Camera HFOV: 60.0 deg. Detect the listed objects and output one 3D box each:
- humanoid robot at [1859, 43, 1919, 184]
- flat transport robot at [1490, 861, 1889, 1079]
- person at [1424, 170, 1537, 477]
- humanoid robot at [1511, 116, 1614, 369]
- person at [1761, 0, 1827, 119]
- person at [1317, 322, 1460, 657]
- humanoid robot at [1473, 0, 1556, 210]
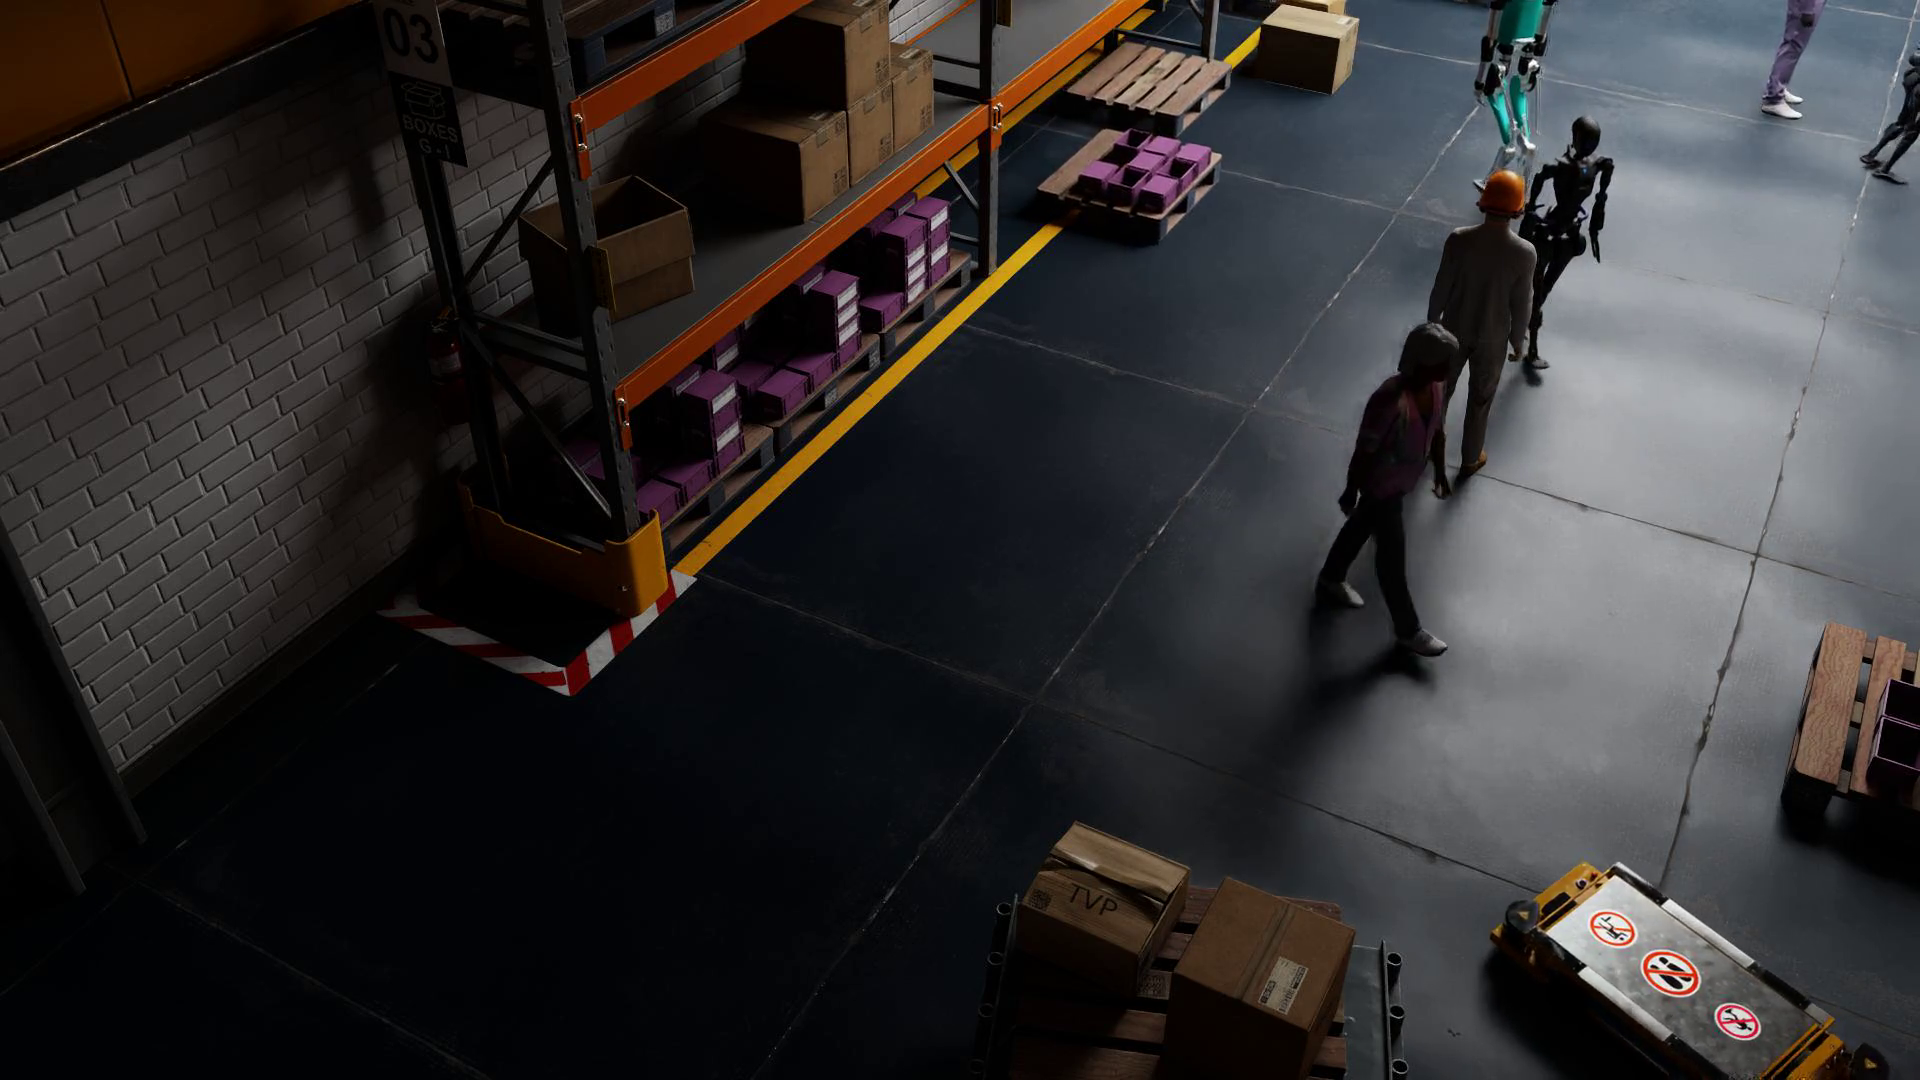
[{"bbox_3d":[7.235,-3.486,12.449,0.398,1.639,0.598,2,39,3],"label":"humanoid robot"},{"bbox_3d":[2.974,1.900,6.845,0.659,0.231,1.431,-25,45,-28],"label":"flat transport robot"},{"bbox_3d":[2.921,-1.203,9.422,0.563,1.898,0.353,17,42,20],"label":"person"},{"bbox_3d":[3.792,-1.890,10.473,0.610,1.635,0.687,-8,39,-10],"label":"humanoid robot"},{"bbox_3d":[6.861,-4.369,13.383,0.409,1.896,0.642,18,42,21],"label":"person"},{"bbox_3d":[2.250,-0.268,8.321,0.522,1.803,0.921,-32,48,-33],"label":"person"},{"bbox_3d":[4.111,-3.239,12.186,0.548,1.911,0.722,-12,40,-14],"label":"humanoid robot"}]
